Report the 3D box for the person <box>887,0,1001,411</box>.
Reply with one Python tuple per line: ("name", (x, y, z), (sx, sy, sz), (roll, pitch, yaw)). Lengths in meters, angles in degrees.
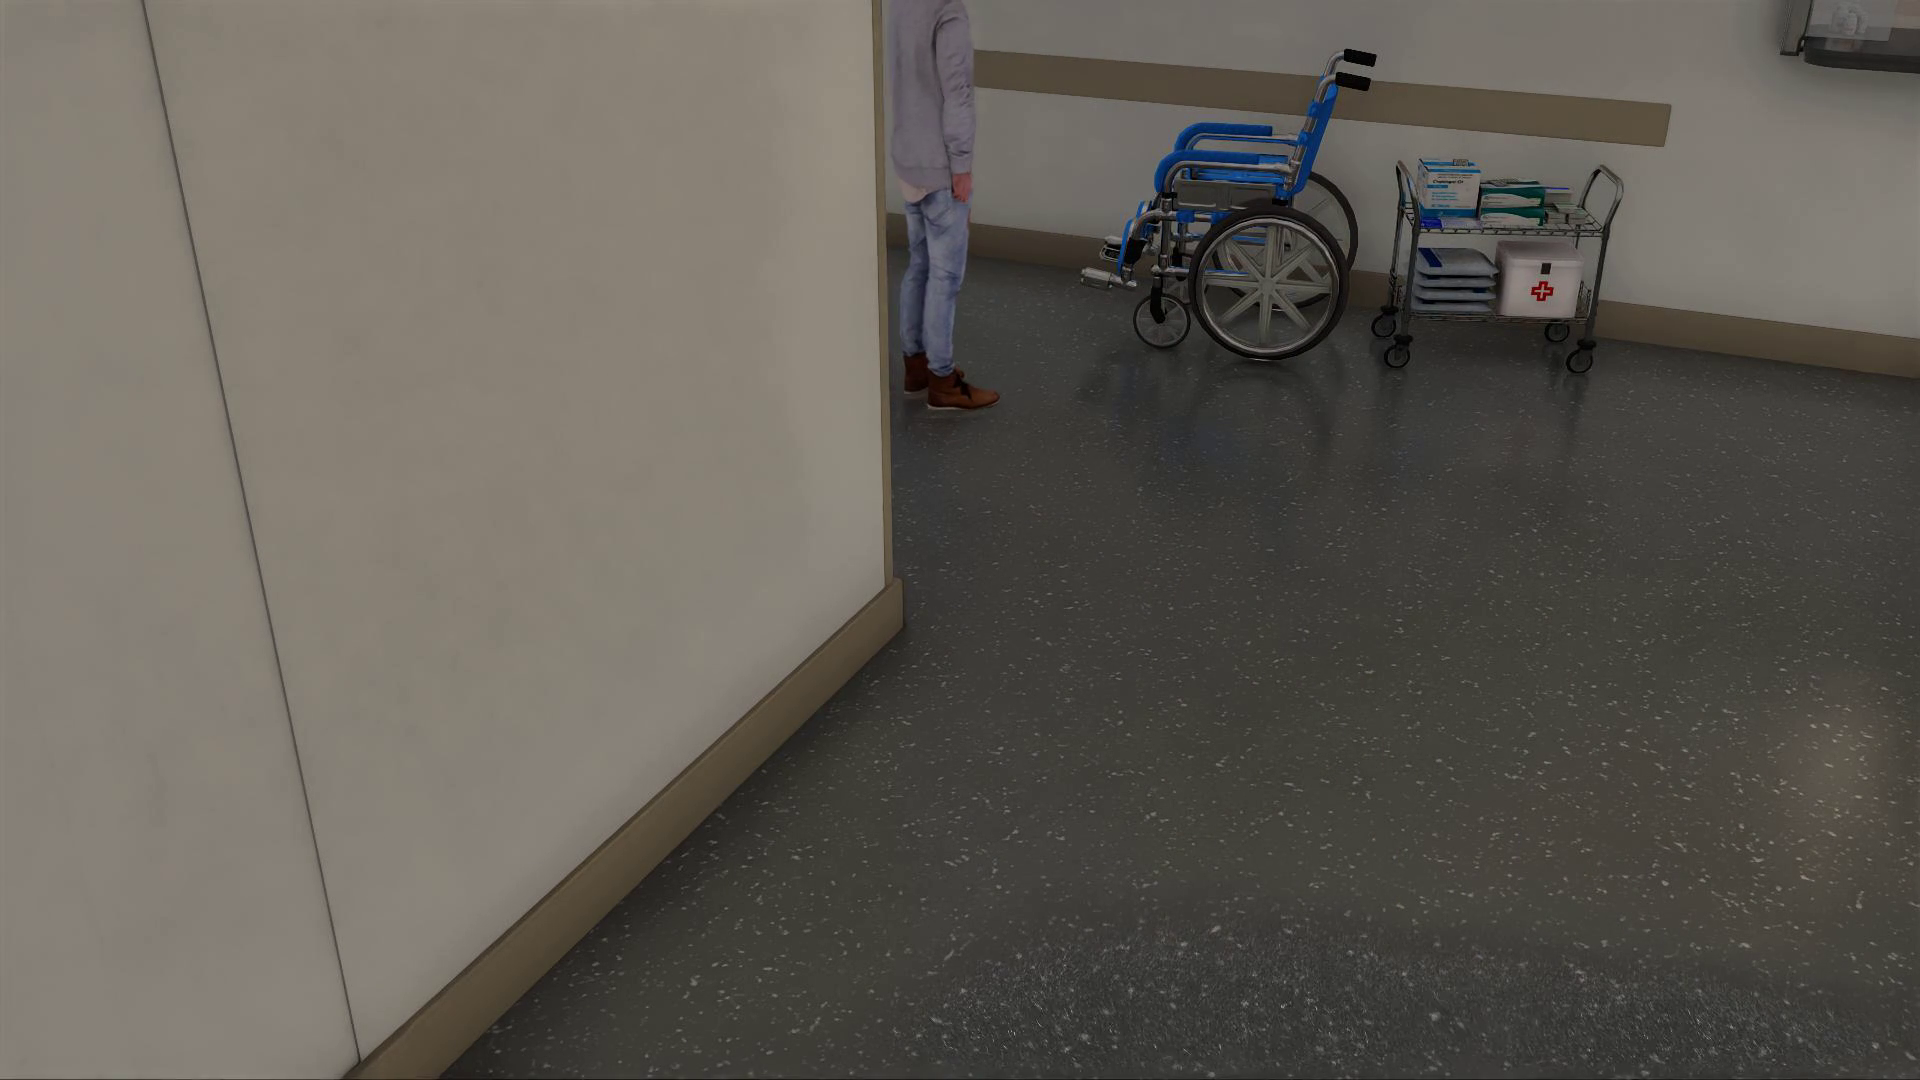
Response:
("person", (-0.088, -1.393, 6.074), (0.797, 1.840, 0.758), (-11, 28, -22))
